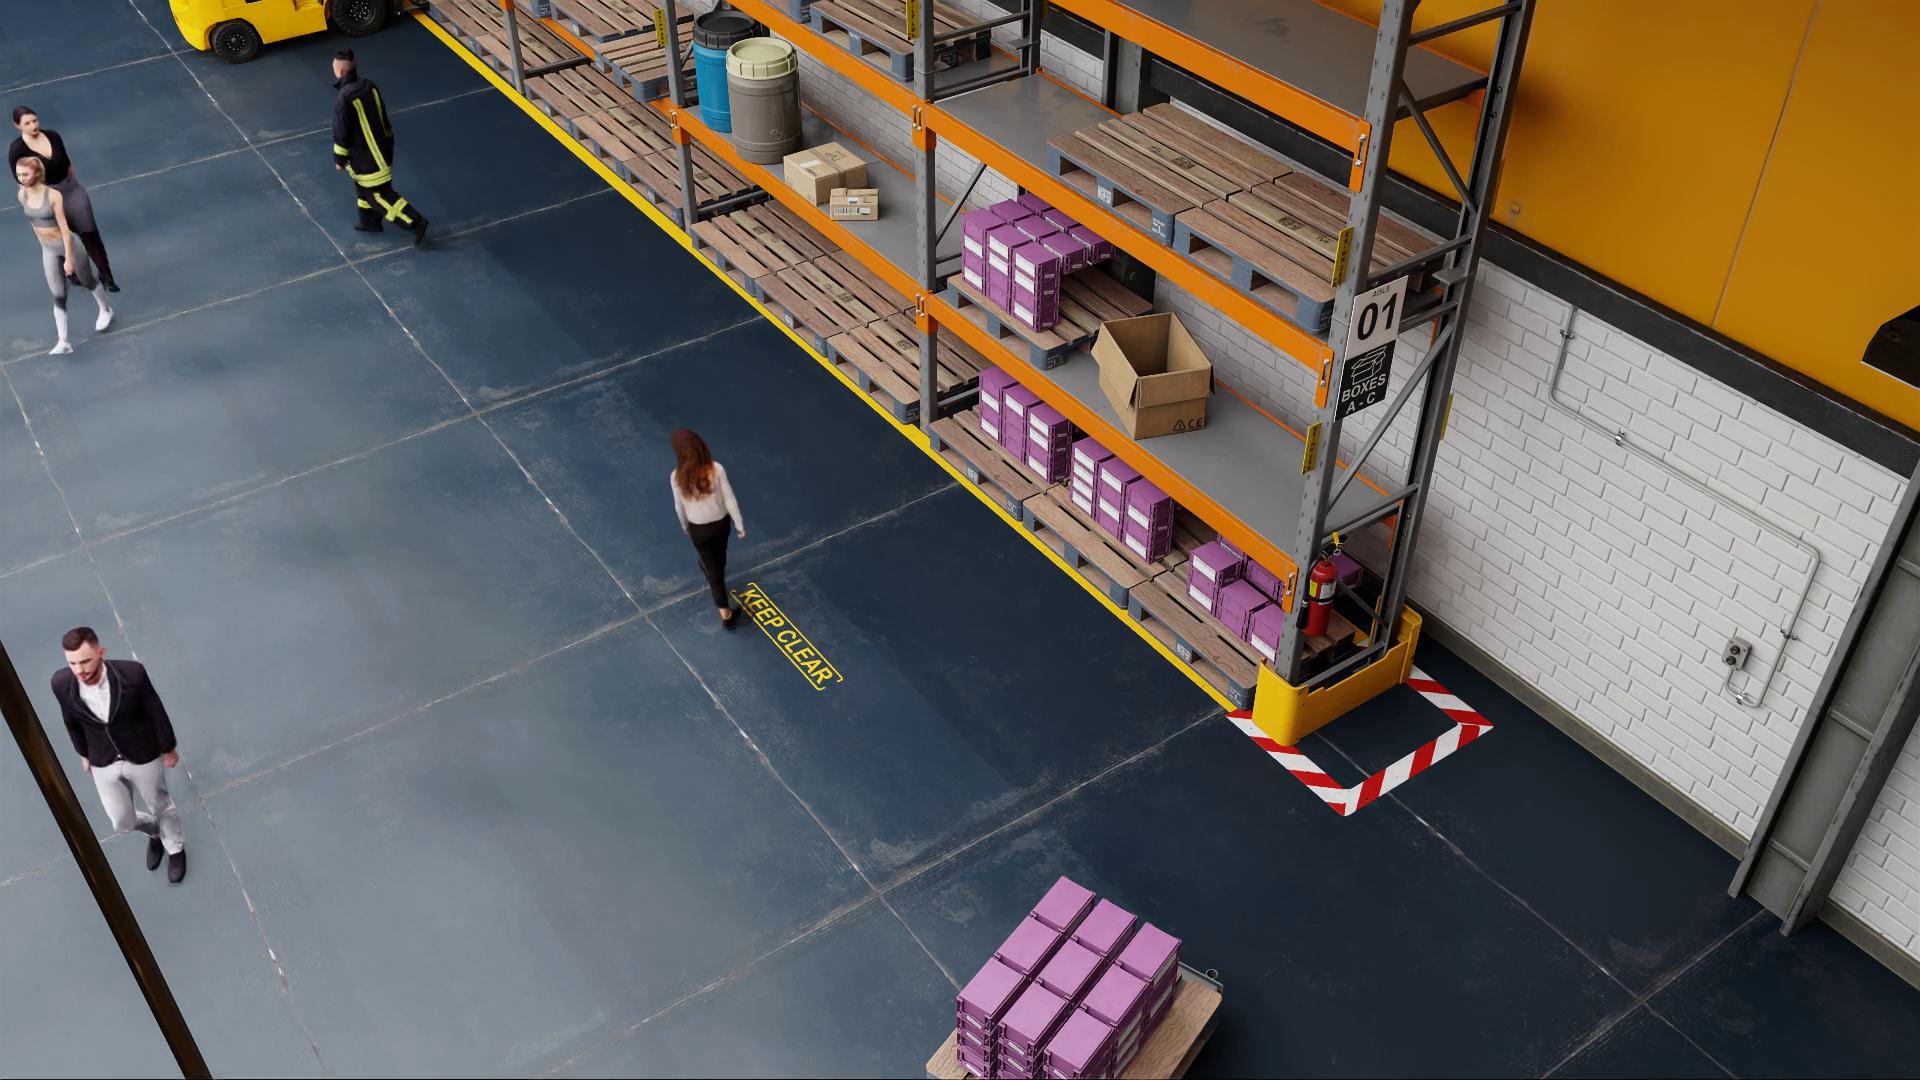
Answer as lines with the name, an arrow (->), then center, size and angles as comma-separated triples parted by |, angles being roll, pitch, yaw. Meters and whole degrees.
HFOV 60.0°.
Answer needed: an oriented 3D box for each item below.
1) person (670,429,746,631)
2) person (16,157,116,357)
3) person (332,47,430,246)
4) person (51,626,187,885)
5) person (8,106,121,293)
person -> -1.642, -0.040, 11.075 | 0.792, 1.434, 1.003 | -4, 39, -5
person -> -7.435, -2.433, 13.893 | 1.005, 1.656, 1.142 | 2, 39, 3
person -> -5.310, -3.533, 15.135 | 1.215, 1.825, 1.162 | 5, 39, 6
person -> -4.631, 1.132, 9.283 | 0.773, 1.838, 0.765 | -8, 39, -10
person -> -7.951, -2.979, 14.520 | 1.009, 1.727, 0.840 | 25, 45, 28
